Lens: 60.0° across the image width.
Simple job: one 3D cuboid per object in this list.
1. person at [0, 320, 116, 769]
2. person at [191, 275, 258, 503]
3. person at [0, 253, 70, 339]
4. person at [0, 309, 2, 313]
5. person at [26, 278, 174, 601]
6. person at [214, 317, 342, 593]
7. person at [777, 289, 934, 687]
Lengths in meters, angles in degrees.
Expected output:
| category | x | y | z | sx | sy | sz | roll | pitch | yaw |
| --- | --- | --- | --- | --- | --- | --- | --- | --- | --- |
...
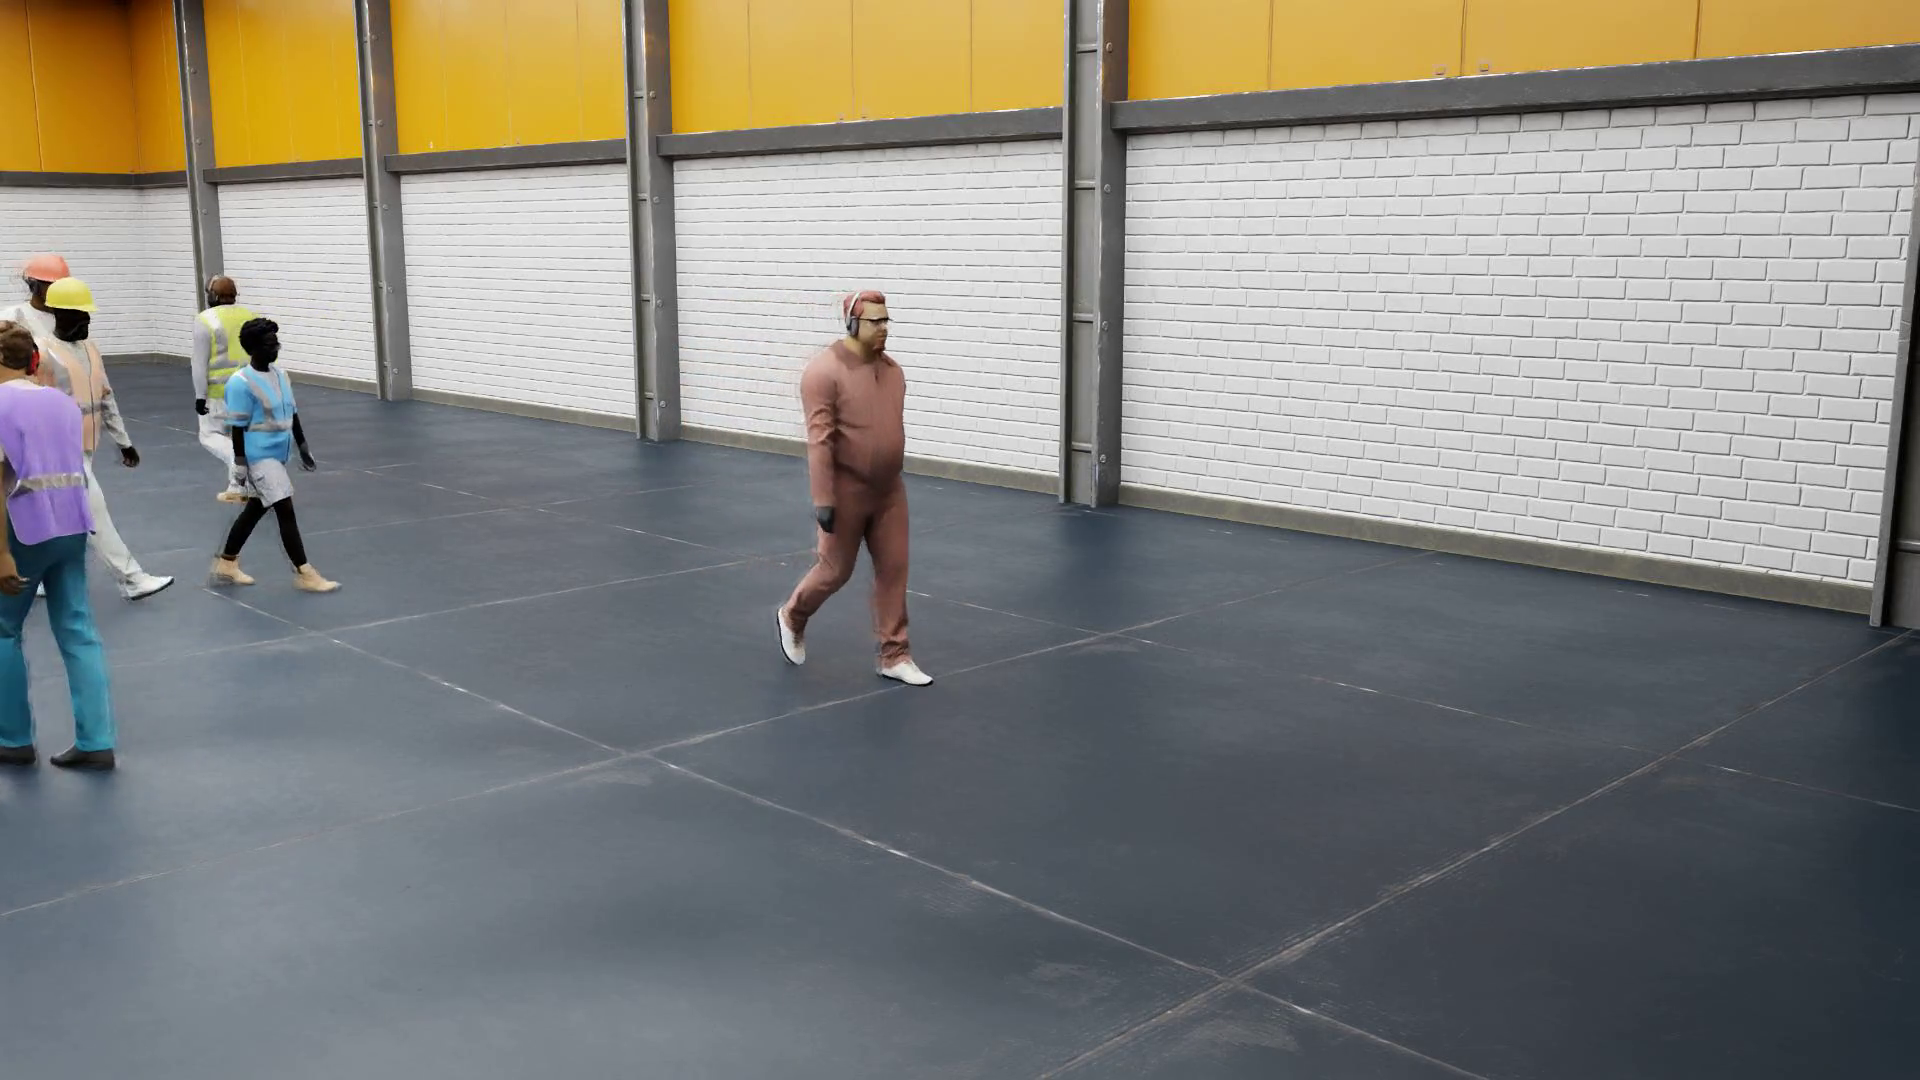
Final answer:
| category | x | y | z | sx | sy | sz | roll | pitch | yaw |
| --- | --- | --- | --- | --- | --- | --- | --- | --- | --- |
| person | -3.713 | 0.027 | 6.676 | 0.743 | 1.785 | 0.593 | 4 | 11 | 19 |
| person | -5.732 | -1.168 | 13.101 | 0.539 | 1.822 | 0.643 | 5 | 11 | 25 |
| person | -6.180 | -0.904 | 11.134 | 0.668 | 2.016 | 0.617 | 2 | 11 | 12 |
| person | -8.183 | -1.351 | 14.067 | 0.624 | 1.840 | 0.580 | 3 | 11 | 17 |
| person | -5.042 | -0.563 | 9.639 | 0.964 | 1.877 | 0.606 | 0 | 10 | 3 |
| person | -4.174 | -0.504 | 9.969 | 0.862 | 1.656 | 0.538 | 1 | 10 | 6 |
| person | -0.513 | -0.258 | 7.977 | 0.832 | 1.881 | 0.647 | 10 | 14 | 44 |
